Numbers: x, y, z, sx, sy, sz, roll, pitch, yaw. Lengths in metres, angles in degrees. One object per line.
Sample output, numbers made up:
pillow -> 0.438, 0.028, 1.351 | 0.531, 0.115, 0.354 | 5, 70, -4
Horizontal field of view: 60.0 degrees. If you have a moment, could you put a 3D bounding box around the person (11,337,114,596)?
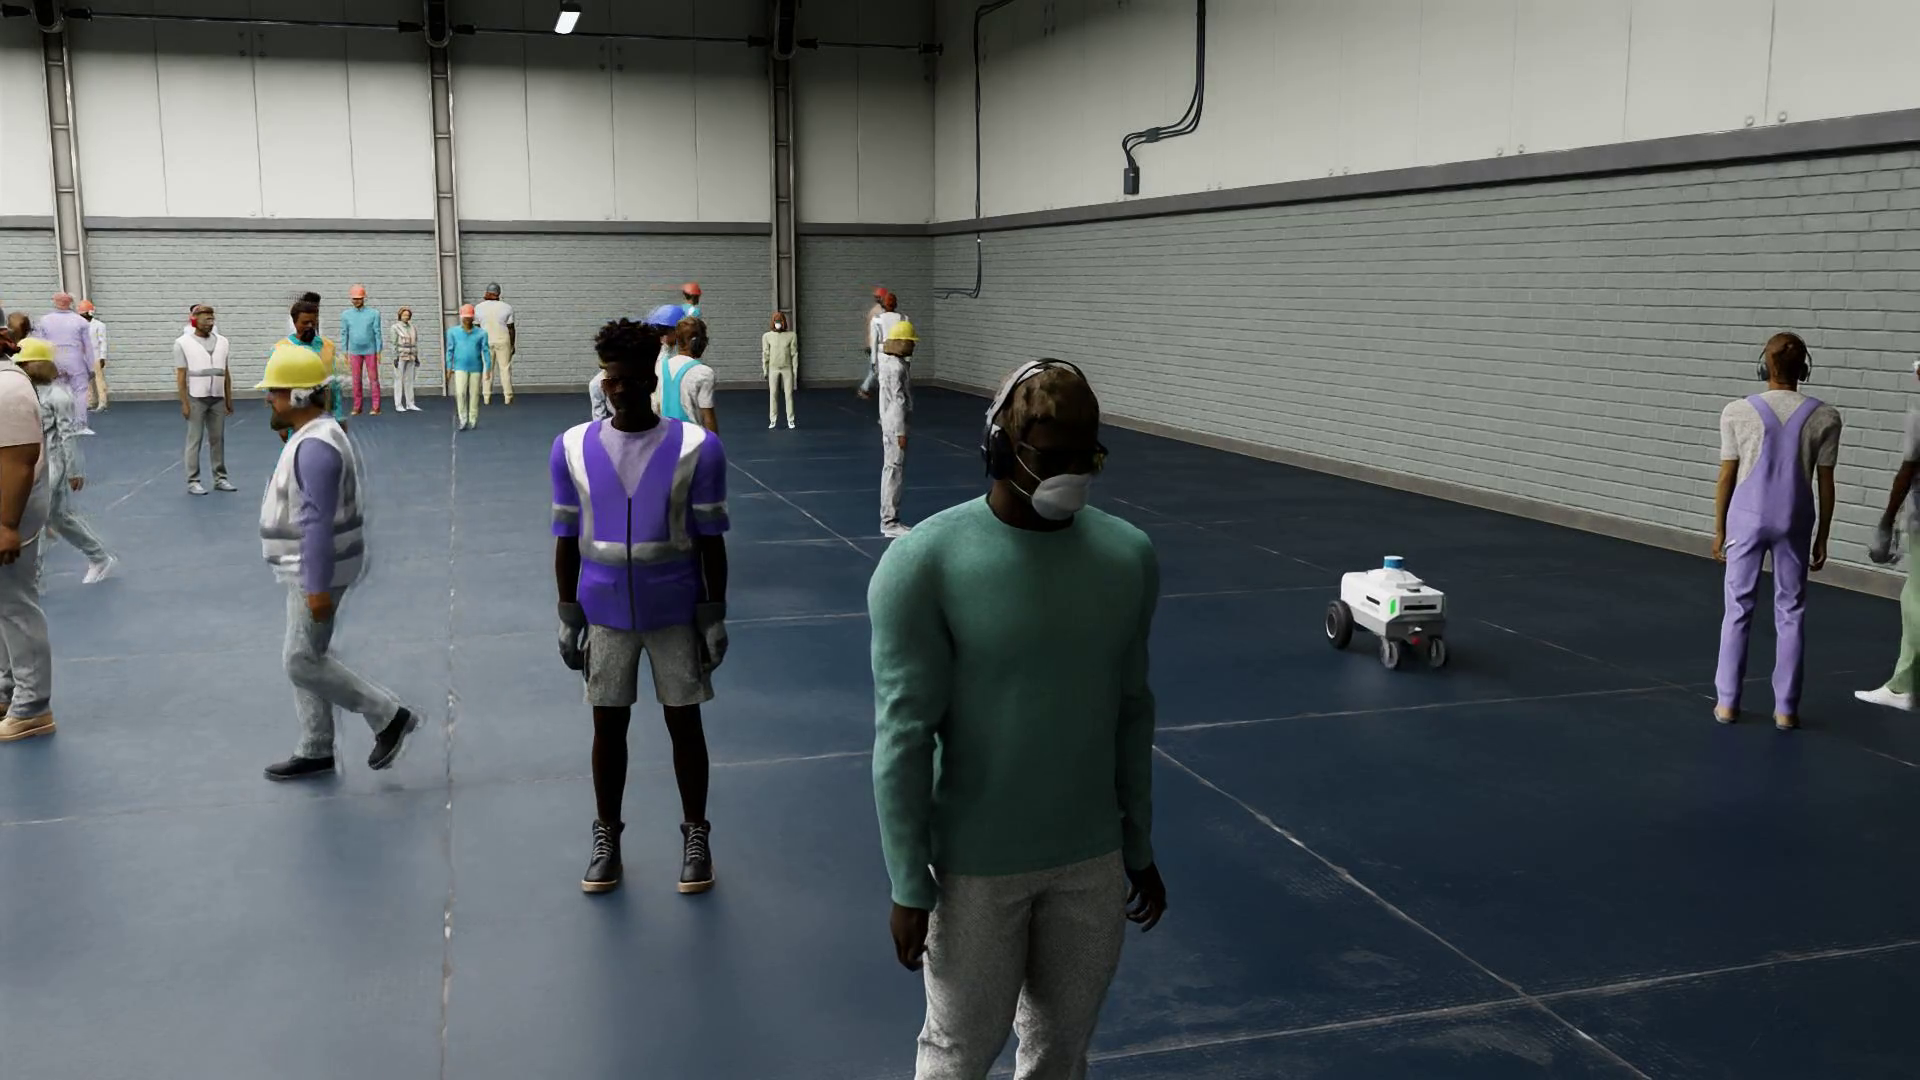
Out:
person -> -6.030, -0.497, 11.038 | 0.485, 1.705, 0.860 | 5, 10, 29

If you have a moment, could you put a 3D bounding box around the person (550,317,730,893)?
person -> -1.075, 0.232, 5.613 | 0.602, 1.957, 0.386 | 0, 9, 1

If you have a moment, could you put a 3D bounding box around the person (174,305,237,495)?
person -> -7.328, -1.357, 16.134 | 0.400, 1.835, 0.562 | 5, 10, 30

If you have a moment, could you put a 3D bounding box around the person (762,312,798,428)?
person -> -2.502, -2.362, 23.201 | 0.498, 1.627, 0.280 | 0, 9, -3

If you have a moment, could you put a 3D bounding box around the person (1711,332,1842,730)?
person -> 3.765, -0.037, 7.714 | 0.501, 1.839, 0.341 | 3, 9, 20

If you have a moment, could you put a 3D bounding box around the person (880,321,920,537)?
person -> -0.482, -0.895, 13.467 | 0.325, 1.740, 0.493 | -1, 9, -8

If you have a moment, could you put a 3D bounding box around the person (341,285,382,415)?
person -> -9.150, -2.890, 25.443 | 0.607, 1.987, 0.411 | -1, 9, -5

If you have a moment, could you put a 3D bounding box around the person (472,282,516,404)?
person -> -7.780, -3.301, 27.867 | 0.689, 2.000, 0.539 | -1, 9, -7

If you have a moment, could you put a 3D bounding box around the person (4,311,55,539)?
person -> -7.443, -0.896, 13.206 | 0.410, 1.827, 0.533 | 1, 9, 4

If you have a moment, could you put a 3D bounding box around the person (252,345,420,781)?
person -> -2.607, 0.107, 6.842 | 0.523, 1.813, 0.613 | -4, 10, -21

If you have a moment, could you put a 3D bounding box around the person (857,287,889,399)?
person -> -1.382, -3.415, 28.883 | 0.953, 1.953, 0.618 | -4, 10, -25

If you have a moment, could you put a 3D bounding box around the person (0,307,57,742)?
person -> -4.419, -0.113, 7.529 | 0.537, 2.000, 0.689 | -7, 11, -37

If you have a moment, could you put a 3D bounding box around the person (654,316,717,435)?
person -> -1.821, -0.579, 11.167 | 0.517, 1.836, 0.348 | 6, 11, 32

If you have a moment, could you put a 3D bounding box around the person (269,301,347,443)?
person -> -5.391, -1.019, 13.745 | 0.397, 1.905, 0.613 | 6, 11, 32

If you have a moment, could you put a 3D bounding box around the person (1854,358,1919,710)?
person -> 4.607, -0.041, 7.732 | 0.505, 1.842, 0.842 | -4, 10, -25

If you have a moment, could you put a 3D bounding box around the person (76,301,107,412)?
person -> -13.656, -2.874, 26.085 | 0.561, 1.742, 0.338 | 2, 9, 15

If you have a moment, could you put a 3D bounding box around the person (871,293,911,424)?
person -> -0.995, -2.592, 23.871 | 0.593, 1.882, 0.381 | -1, 9, -7

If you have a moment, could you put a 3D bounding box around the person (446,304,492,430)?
person -> -6.749, -2.369, 22.887 | 0.597, 1.724, 0.744 | -3, 9, -18

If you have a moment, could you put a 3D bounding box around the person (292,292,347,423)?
person -> -9.152, -2.522, 23.345 | 1.031, 1.903, 0.655 | 3, 9, 16

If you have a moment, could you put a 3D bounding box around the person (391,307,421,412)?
person -> -8.741, -2.841, 26.221 | 0.315, 1.636, 0.514 | 5, 10, 29

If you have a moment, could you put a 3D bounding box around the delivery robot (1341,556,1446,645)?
delivery robot -> 2.369, 0.332, 9.116 | 0.477, 0.478, 0.707 | -2, 9, -10

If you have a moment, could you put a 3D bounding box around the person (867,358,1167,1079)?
person -> 0.128, 0.620, 3.194 | 0.627, 1.935, 0.371 | -5, 10, -30

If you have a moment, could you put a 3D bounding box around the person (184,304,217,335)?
person -> -11.868, -2.839, 26.039 | 0.529, 1.689, 0.321 | -1, 9, -4

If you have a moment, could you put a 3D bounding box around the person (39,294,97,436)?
person -> -11.854, -2.312, 22.123 | 0.683, 1.889, 0.412 | -2, 9, -13
